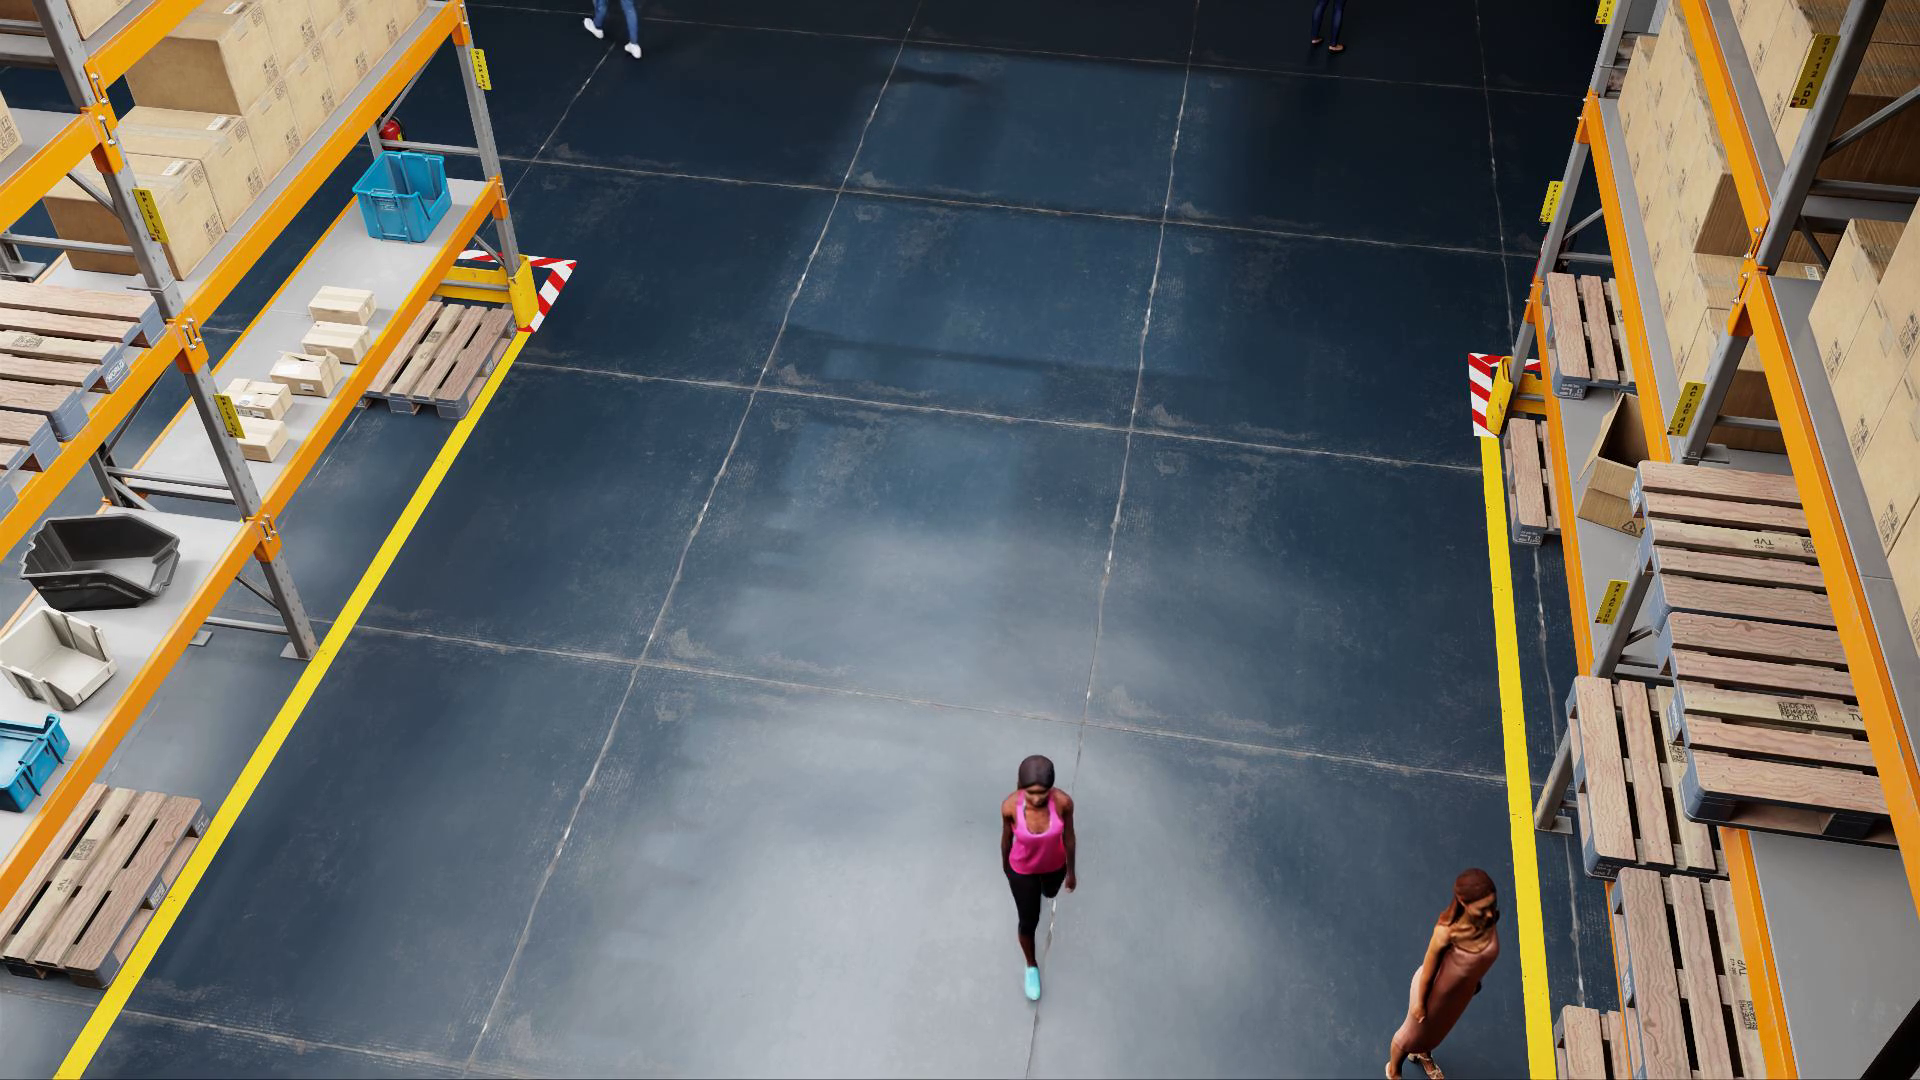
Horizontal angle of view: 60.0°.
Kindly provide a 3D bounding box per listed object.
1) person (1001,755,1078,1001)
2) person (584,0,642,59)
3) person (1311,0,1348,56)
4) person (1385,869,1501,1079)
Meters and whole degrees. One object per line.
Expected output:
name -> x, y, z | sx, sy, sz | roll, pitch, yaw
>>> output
person -> 0.422, 1.682, 9.029 | 0.767, 1.702, 1.123 | -5, 44, -5
person -> -3.459, -5.708, 16.735 | 1.147, 1.772, 1.163 | -31, 51, -28
person -> 3.821, -5.791, 16.858 | 0.669, 1.722, 0.684 | 33, 53, 30
person -> 2.427, 2.234, 8.354 | 0.653, 1.832, 0.699 | -23, 48, -22
